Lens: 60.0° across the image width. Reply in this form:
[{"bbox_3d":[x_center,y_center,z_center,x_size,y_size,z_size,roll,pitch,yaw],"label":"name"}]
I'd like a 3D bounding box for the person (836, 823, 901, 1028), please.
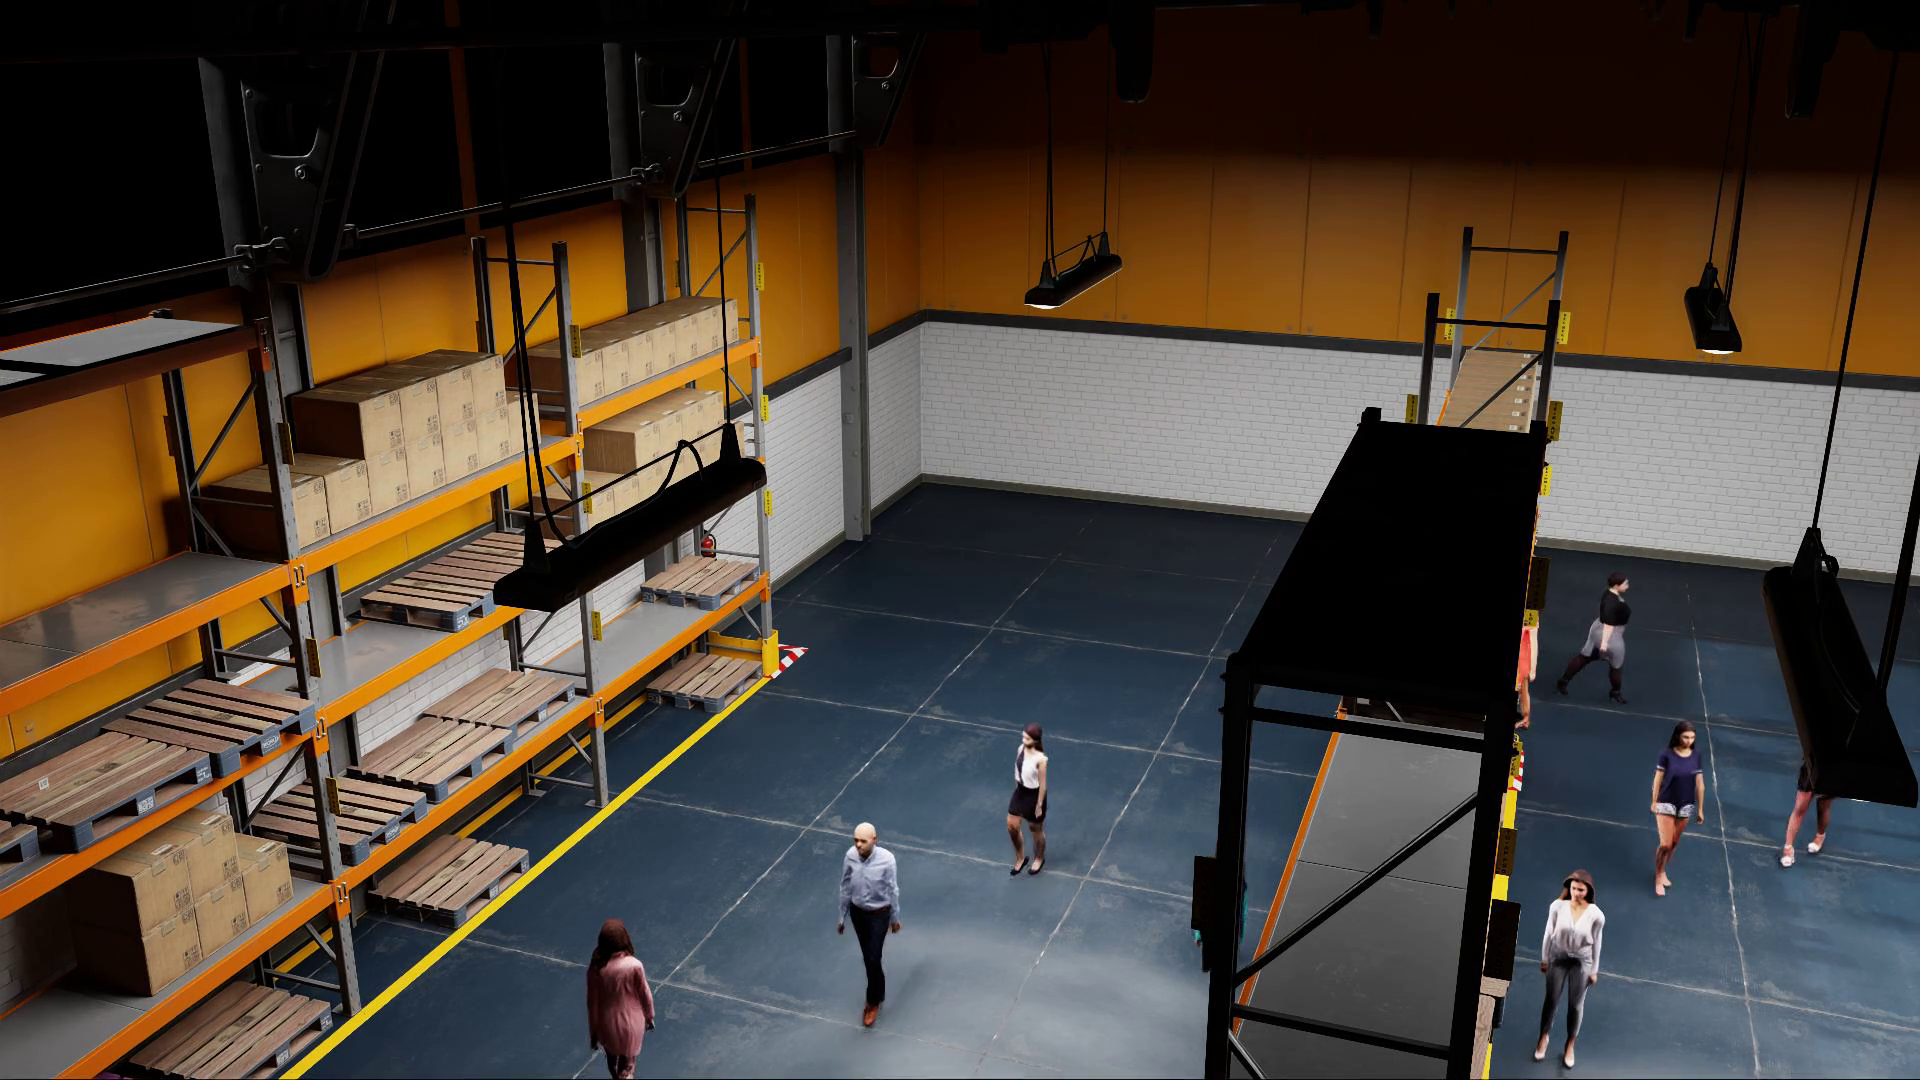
[{"bbox_3d":[-0.727,3.159,14.052,0.660,1.773,0.738,8,20,22],"label":"person"}]

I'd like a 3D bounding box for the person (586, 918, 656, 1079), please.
[{"bbox_3d":[-2.548,3.720,12.403,0.931,1.762,1.146,-2,19,-6],"label":"person"}]

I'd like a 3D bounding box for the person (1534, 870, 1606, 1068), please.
[{"bbox_3d":[4.876,3.413,13.307,0.594,1.766,0.542,8,20,23],"label":"person"}]

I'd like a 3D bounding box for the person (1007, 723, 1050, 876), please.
[{"bbox_3d":[0.751,2.511,16.192,0.762,1.634,0.710,-17,25,-41],"label":"person"}]

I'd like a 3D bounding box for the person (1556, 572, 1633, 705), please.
[{"bbox_3d":[7.656,1.193,19.984,0.922,1.712,1.092,1,19,4],"label":"person"}]

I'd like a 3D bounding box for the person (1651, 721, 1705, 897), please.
[{"bbox_3d":[6.848,2.516,16.000,0.704,1.747,0.780,0,19,-1],"label":"person"}]

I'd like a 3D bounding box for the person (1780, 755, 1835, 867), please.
[{"bbox_3d":[8.535,2.380,16.414,1.068,1.740,0.879,-14,23,-36],"label":"person"}]
